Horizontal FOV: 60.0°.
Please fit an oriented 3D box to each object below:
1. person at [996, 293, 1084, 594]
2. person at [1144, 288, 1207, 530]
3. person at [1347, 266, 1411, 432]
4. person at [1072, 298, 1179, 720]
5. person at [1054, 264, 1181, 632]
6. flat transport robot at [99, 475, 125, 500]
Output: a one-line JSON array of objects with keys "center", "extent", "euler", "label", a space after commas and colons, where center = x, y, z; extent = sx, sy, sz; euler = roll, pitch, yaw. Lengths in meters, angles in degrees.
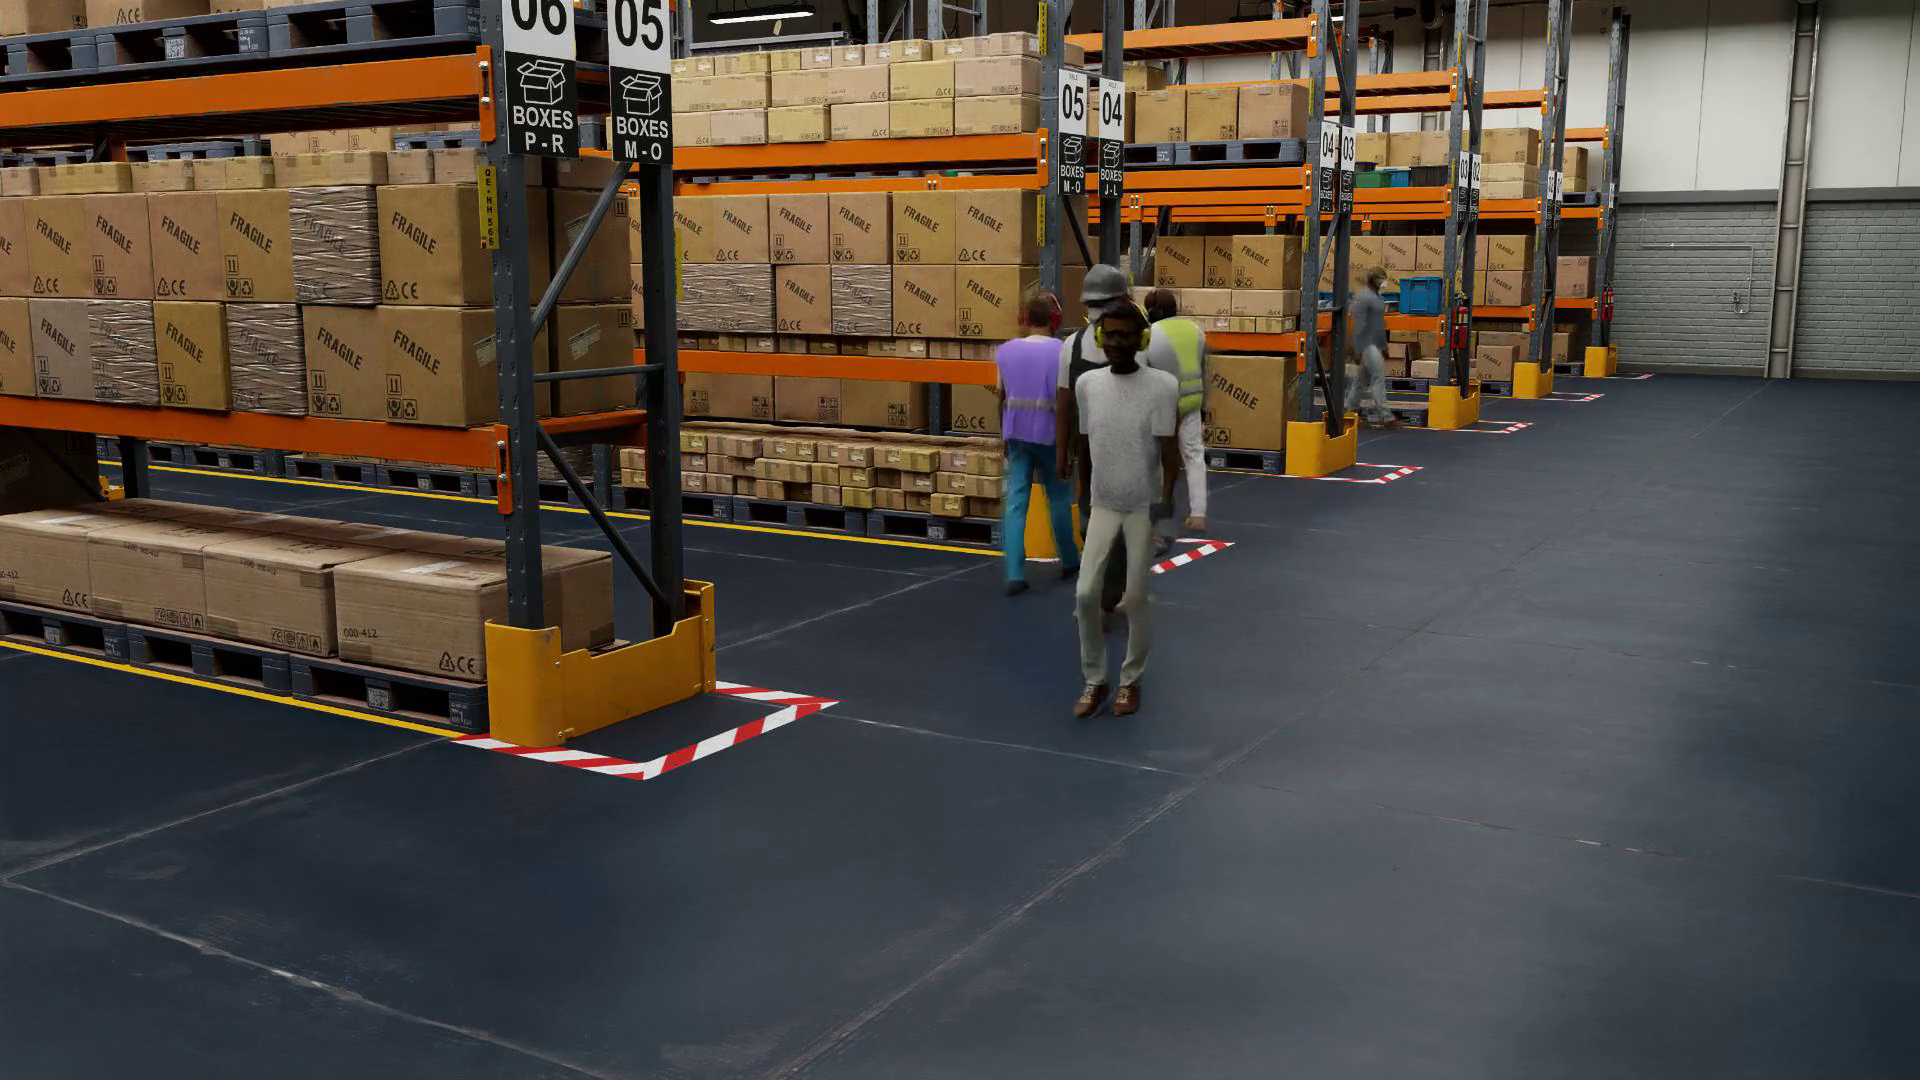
[{"center": [0.509, -0.604, 10.204], "extent": [0.596, 1.796, 0.943], "euler": [5, 11, 25], "label": "person"}, {"center": [1.569, -0.980, 12.474], "extent": [0.711, 1.781, 0.906], "euler": [-5, 11, -29], "label": "person"}, {"center": [4.890, -2.203, 19.263], "extent": [0.900, 1.906, 0.655], "euler": [5, 11, 28], "label": "person"}, {"center": [0.708, -0.117, 7.231], "extent": [0.519, 1.847, 0.578], "euler": [4, 10, 22], "label": "person"}, {"center": [0.812, -0.535, 9.114], "extent": [0.693, 2.000, 1.015], "euler": [7, 12, 36], "label": "person"}, {"center": [-7.510, -0.375, 13.355], "extent": [0.652, 0.197, 1.431], "euler": [6, 11, 30], "label": "flat transport robot"}]
